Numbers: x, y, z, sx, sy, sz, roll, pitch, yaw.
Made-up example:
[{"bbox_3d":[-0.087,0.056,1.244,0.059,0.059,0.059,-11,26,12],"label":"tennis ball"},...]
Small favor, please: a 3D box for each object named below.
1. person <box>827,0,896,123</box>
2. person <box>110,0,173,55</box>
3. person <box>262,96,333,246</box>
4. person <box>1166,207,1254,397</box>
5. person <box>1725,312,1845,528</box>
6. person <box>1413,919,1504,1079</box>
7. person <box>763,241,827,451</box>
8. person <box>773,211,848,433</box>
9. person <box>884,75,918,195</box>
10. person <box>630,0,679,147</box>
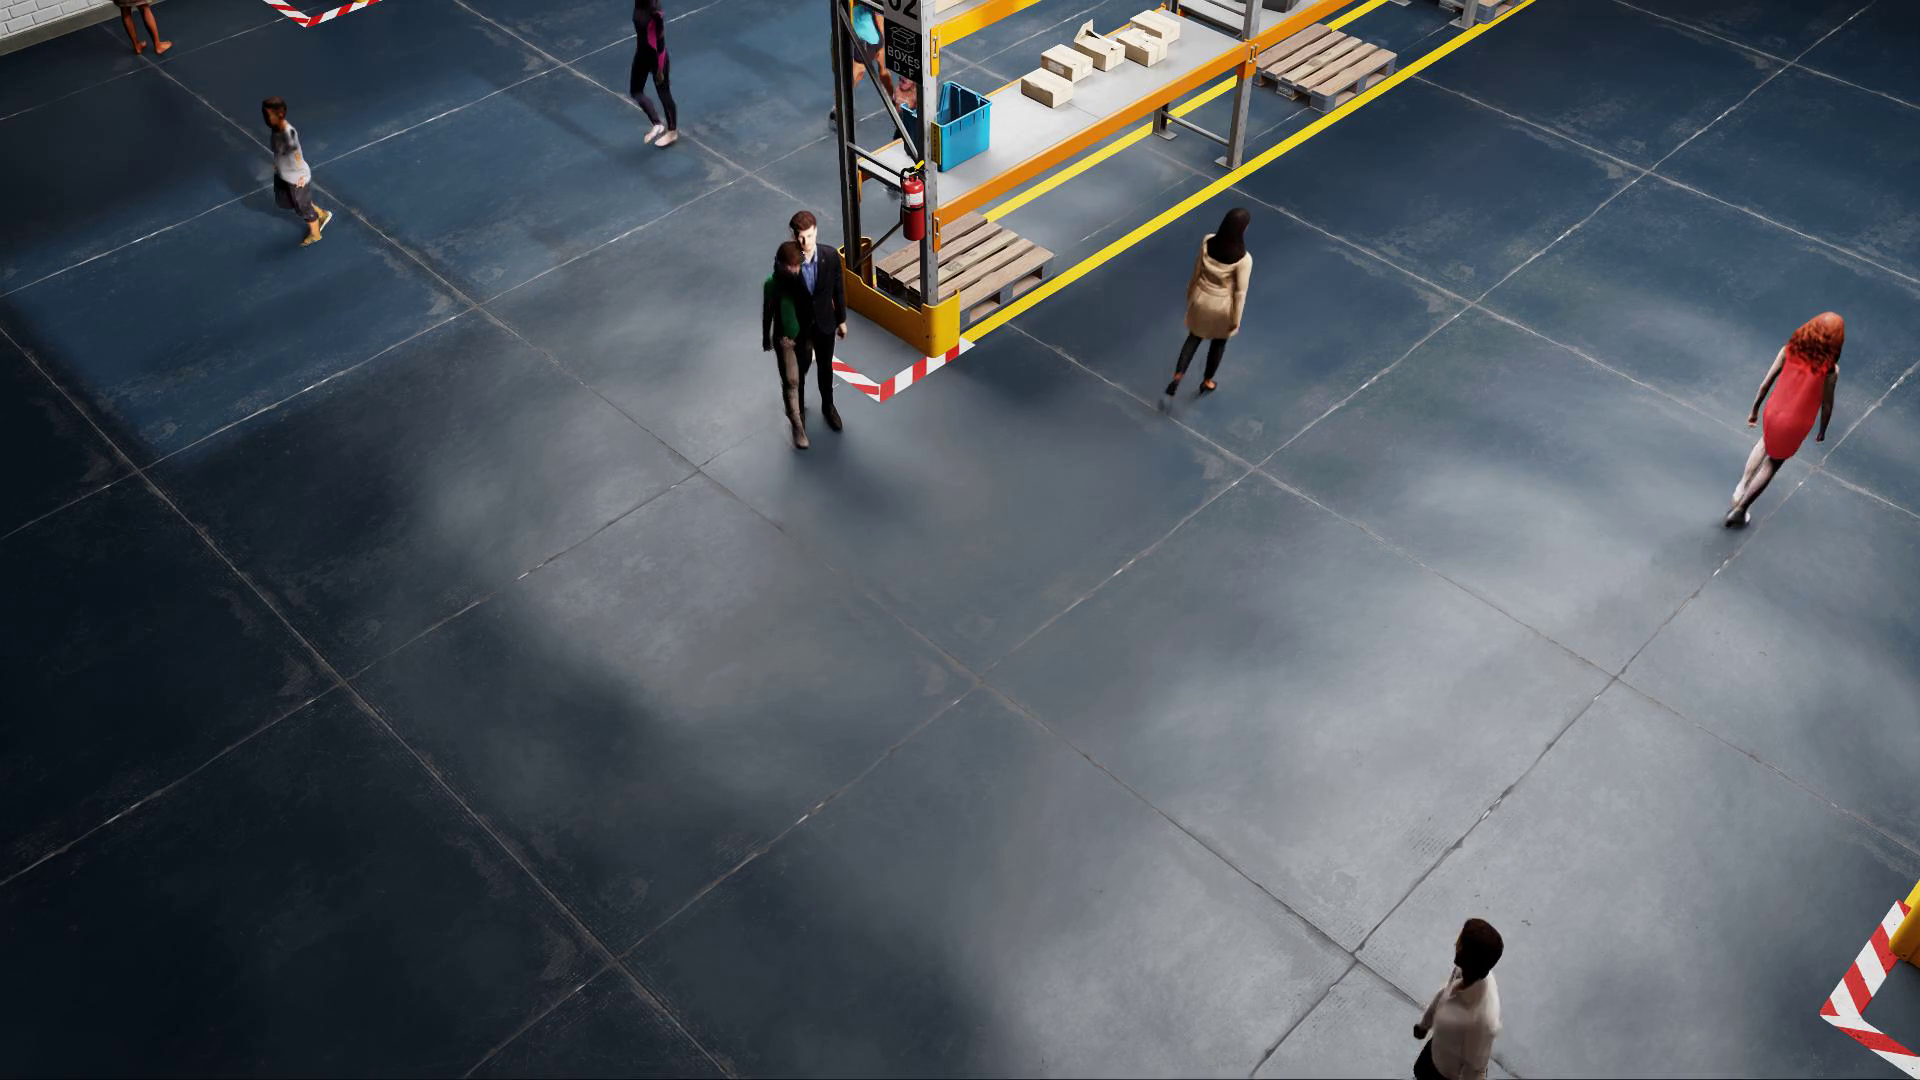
[{"bbox_3d":[-0.959,-4.727,15.730,1.262,1.724,0.938,-16,46,-16],"label":"person"},{"bbox_3d":[-8.480,-5.729,16.840,0.711,1.643,0.767,1,44,1],"label":"person"},{"bbox_3d":[-5.732,-3.253,14.382,0.626,1.449,0.667,30,51,27],"label":"person"},{"bbox_3d":[1.888,-1.735,12.639,0.705,1.654,0.860,28,50,26],"label":"person"},{"bbox_3d":[5.648,-0.764,11.508,0.686,1.809,0.652,-24,49,-23],"label":"person"},{"bbox_3d":[2.379,2.563,7.995,0.884,1.838,0.832,-11,45,-11],"label":"person"},{"bbox_3d":[-1.257,-1.578,12.501,1.064,1.618,0.976,-11,45,-11],"label":"person"},{"bbox_3d":[-1.117,-1.636,12.362,0.734,1.894,0.850,-10,45,-10],"label":"person"},{"bbox_3d":[-0.401,-3.738,15.041,0.544,1.243,0.643,30,51,28],"label":"person"},{"bbox_3d":[-2.782,-4.493,15.472,0.610,1.742,0.580,-34,53,-30],"label":"person"}]
